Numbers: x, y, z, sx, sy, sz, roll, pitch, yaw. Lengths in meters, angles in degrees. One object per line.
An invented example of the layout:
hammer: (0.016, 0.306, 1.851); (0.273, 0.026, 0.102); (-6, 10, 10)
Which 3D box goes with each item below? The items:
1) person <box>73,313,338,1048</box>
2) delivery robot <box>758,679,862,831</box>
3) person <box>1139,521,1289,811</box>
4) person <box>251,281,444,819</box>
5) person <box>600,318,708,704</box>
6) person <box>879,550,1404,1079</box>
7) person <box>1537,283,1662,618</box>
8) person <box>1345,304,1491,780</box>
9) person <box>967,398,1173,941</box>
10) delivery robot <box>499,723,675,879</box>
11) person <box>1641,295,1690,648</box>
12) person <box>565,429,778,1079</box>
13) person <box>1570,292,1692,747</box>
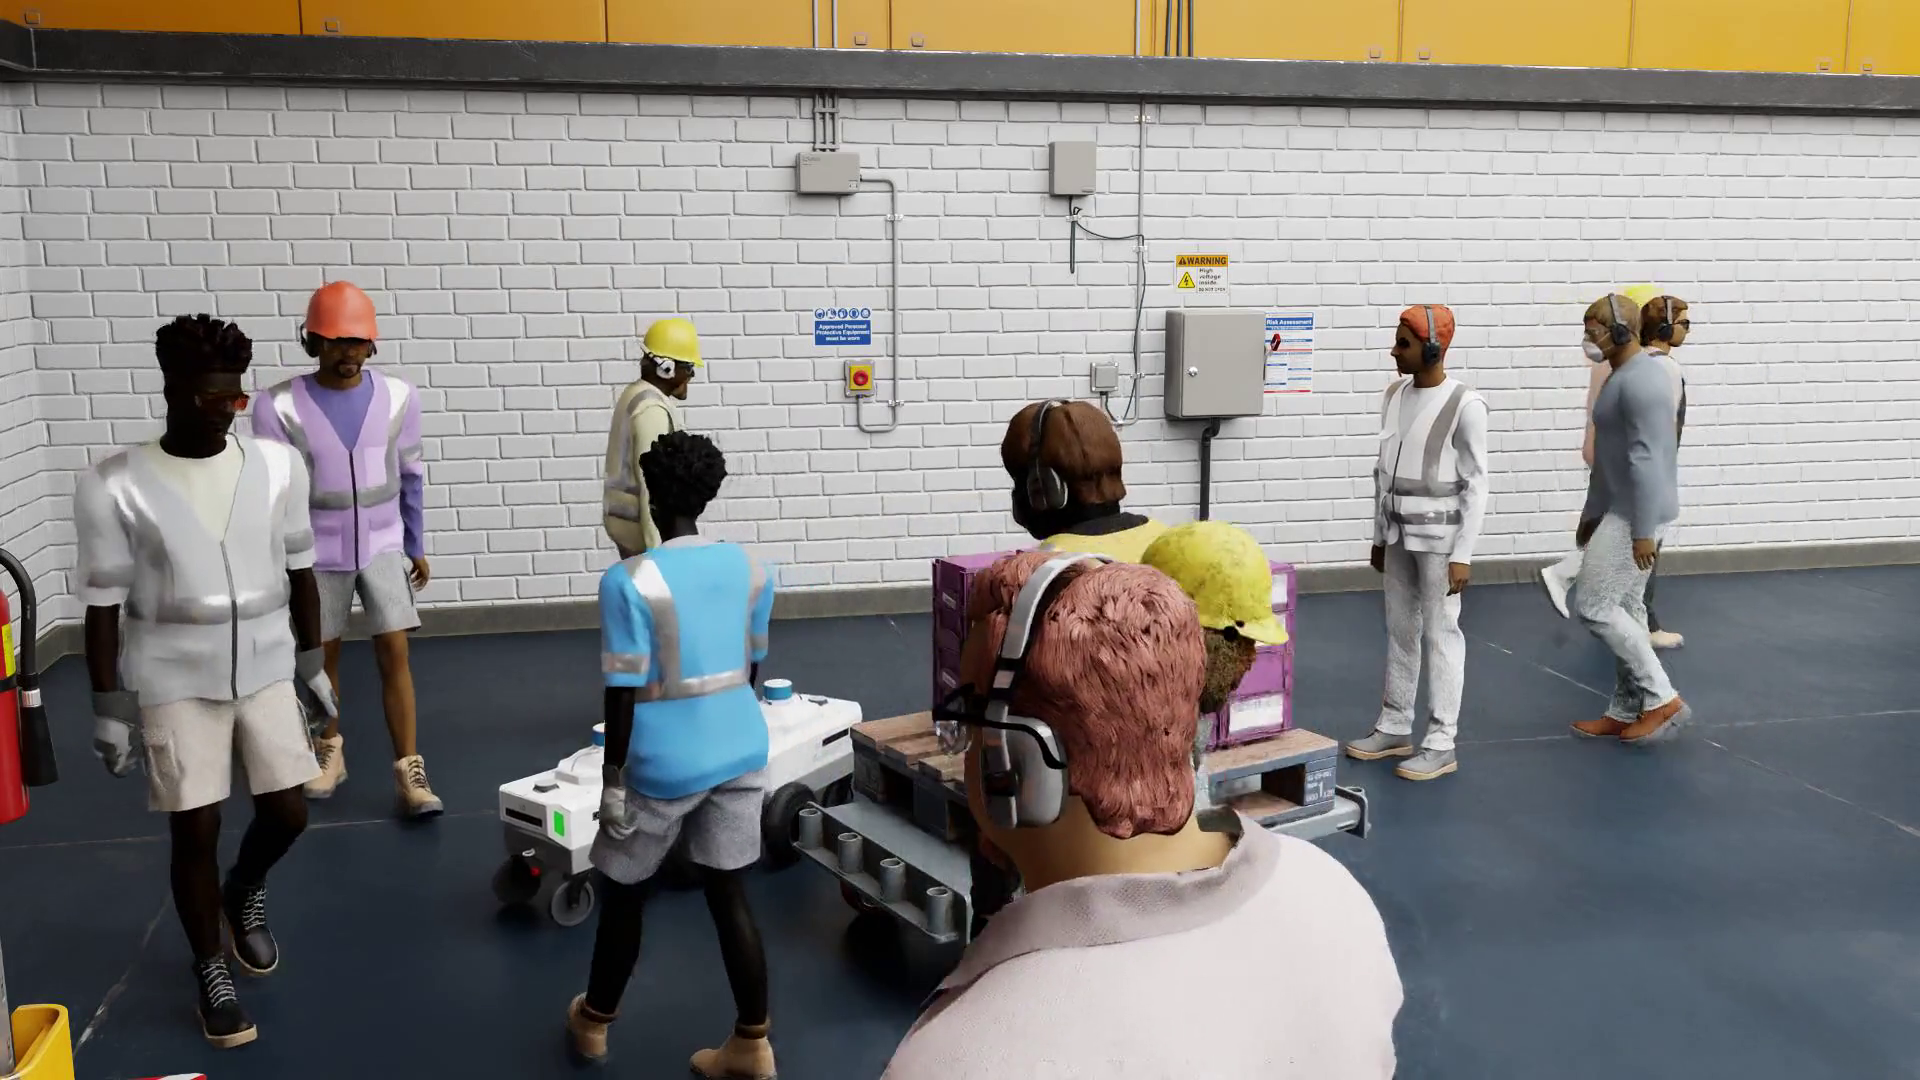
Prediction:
person: (-2.012, 0.366, 4.467); (0.644, 1.942, 0.464); (-9, 14, -41)
delivery robot: (-0.650, 0.743, 5.971); (0.477, 0.478, 0.707); (5, 11, 28)
person: (0.347, 0.810, 2.682); (0.881, 1.687, 0.509); (3, 11, 17)
person: (-2.260, 0.052, 6.143); (0.642, 1.984, 0.877); (-6, 12, -32)
person: (-1.297, -0.048, 7.149); (0.458, 1.802, 0.655); (-4, 11, -20)
person: (0.090, 0.919, 1.636); (0.649, 1.856, 0.958); (-9, 13, -40)
person: (3.550, -0.451, 9.126); (0.625, 1.903, 0.603); (0, 10, -2)
person: (1.838, 0.009, 6.621); (0.359, 1.882, 0.575); (-5, 11, -24)
person: (0.224, 0.627, 3.383); (0.446, 1.824, 0.639); (9, 14, 42)
delivery robot: (-1.139, 0.841, 5.430); (0.477, 0.478, 0.707); (8, 13, 38)
person: (3.634, -0.362, 8.780); (0.347, 1.846, 0.505); (-1, 10, -4)
person: (-0.741, 0.554, 4.214); (0.695, 1.653, 0.594); (9, 14, 41)
person: (2.788, -0.075, 7.000); (0.436, 1.912, 0.661); (3, 11, 18)
